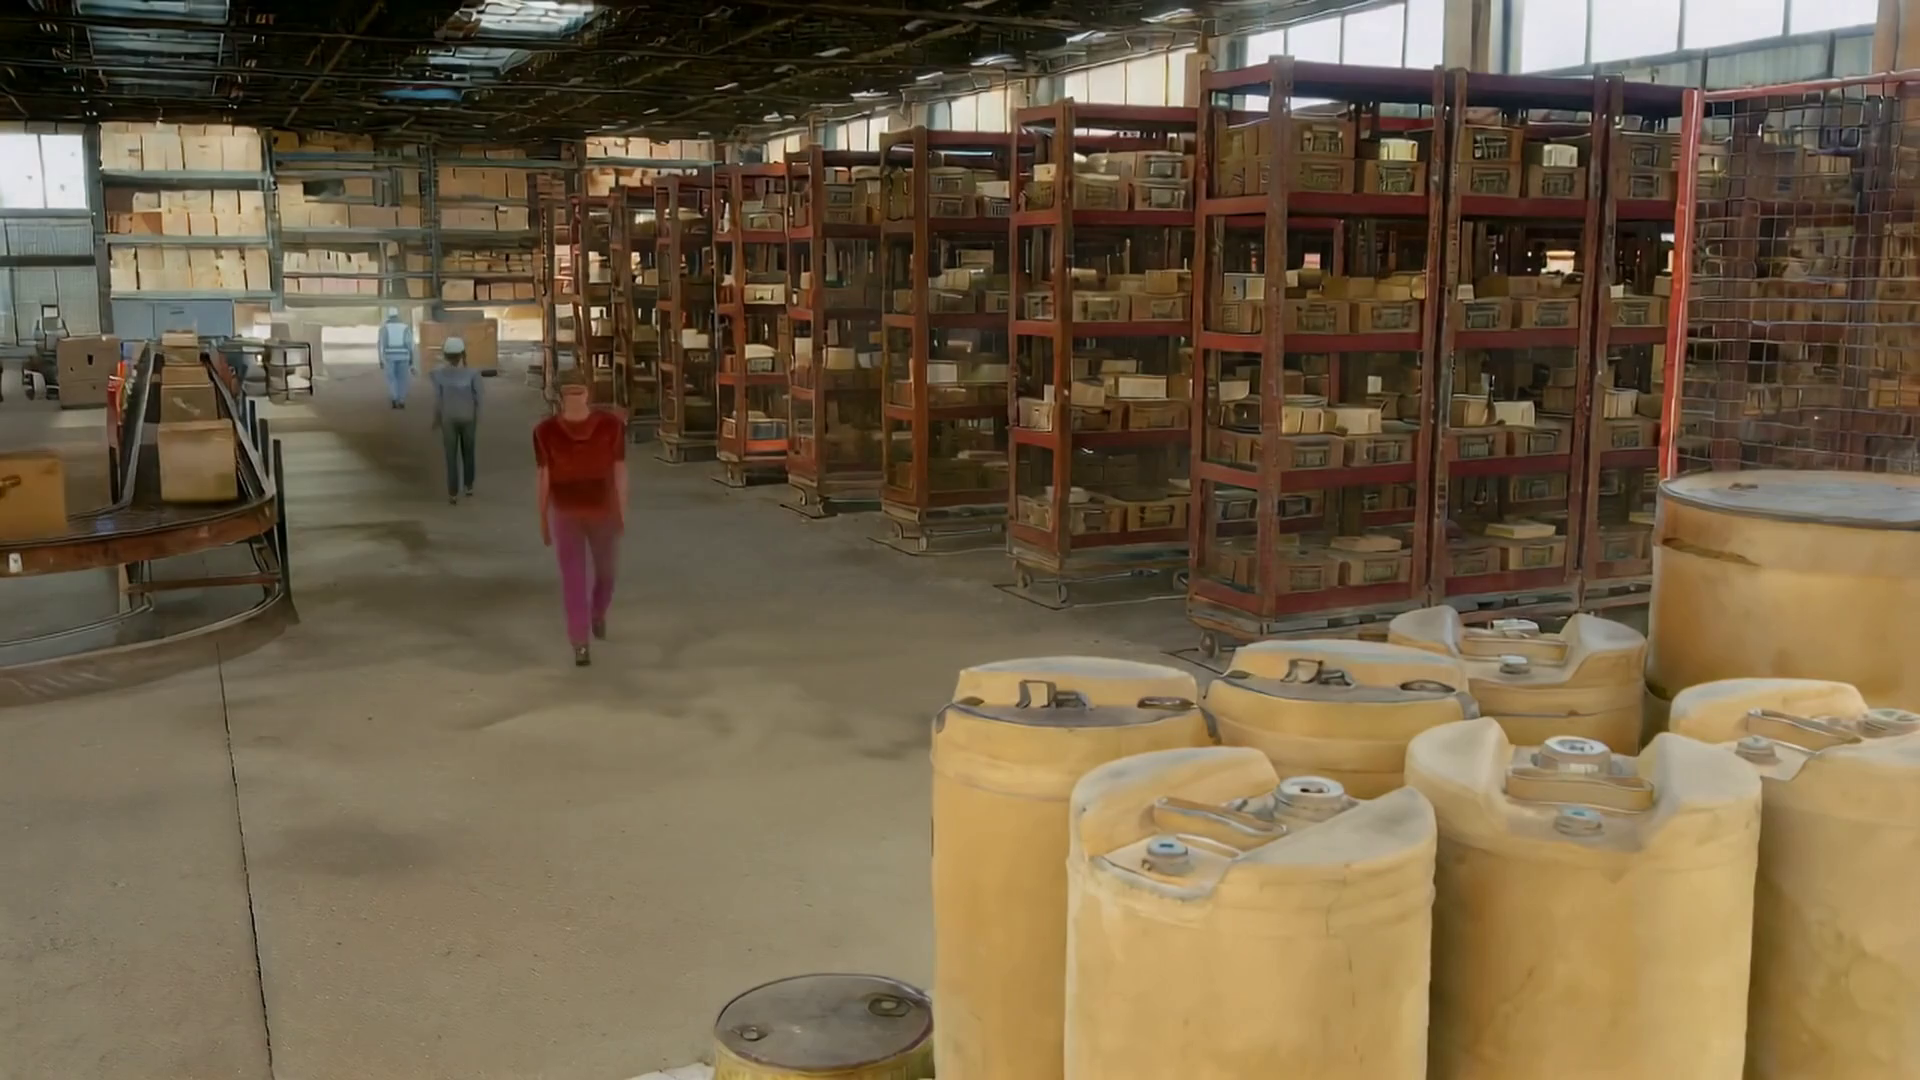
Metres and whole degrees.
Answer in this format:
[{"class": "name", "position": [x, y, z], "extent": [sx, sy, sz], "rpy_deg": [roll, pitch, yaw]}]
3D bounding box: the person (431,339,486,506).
[{"class": "person", "position": [-5.248, -1.250, 17.437], "extent": [0.535, 1.720, 0.893], "rpy_deg": [-2, 9, -13]}]

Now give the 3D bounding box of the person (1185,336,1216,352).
[{"class": "person", "position": [3.367, -2.406, 23.606], "extent": [0.607, 2.044, 0.377], "rpy_deg": [-5, 10, -28]}]

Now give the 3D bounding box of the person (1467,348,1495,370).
[{"class": "person", "position": [5.684, -1.519, 18.266], "extent": [0.384, 1.991, 0.609], "rpy_deg": [7, 12, 38]}]

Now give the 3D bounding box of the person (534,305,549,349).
[{"class": "person", "position": [-12.536, -6.483, 49.727], "extent": [0.741, 1.788, 0.407], "rpy_deg": [-4, 10, -26]}]

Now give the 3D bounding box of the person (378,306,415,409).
[{"class": "person", "position": [-9.883, -3.190, 29.182], "extent": [0.616, 1.815, 0.480], "rpy_deg": [-4, 10, -24]}]

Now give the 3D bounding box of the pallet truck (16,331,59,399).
[{"class": "pallet truck", "position": [-17.082, -3.353, 31.781], "extent": [1.630, 1.274, 0.653], "rpy_deg": [-4, 10, -25]}]

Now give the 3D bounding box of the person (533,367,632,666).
[{"class": "person", "position": [-2.354, -0.172, 10.397], "extent": [0.582, 1.826, 0.706], "rpy_deg": [-3, 10, -17]}]

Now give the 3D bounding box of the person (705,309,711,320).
[{"class": "person", "position": [-7.291, -6.218, 47.595], "extent": [0.611, 1.927, 0.644], "rpy_deg": [-4, 10, -23]}]

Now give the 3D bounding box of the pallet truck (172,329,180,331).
[{"class": "pallet truck", "position": [-17.275, -3.851, 35.096], "extent": [1.601, 1.201, 0.680], "rpy_deg": [0, 9, 1]}]
